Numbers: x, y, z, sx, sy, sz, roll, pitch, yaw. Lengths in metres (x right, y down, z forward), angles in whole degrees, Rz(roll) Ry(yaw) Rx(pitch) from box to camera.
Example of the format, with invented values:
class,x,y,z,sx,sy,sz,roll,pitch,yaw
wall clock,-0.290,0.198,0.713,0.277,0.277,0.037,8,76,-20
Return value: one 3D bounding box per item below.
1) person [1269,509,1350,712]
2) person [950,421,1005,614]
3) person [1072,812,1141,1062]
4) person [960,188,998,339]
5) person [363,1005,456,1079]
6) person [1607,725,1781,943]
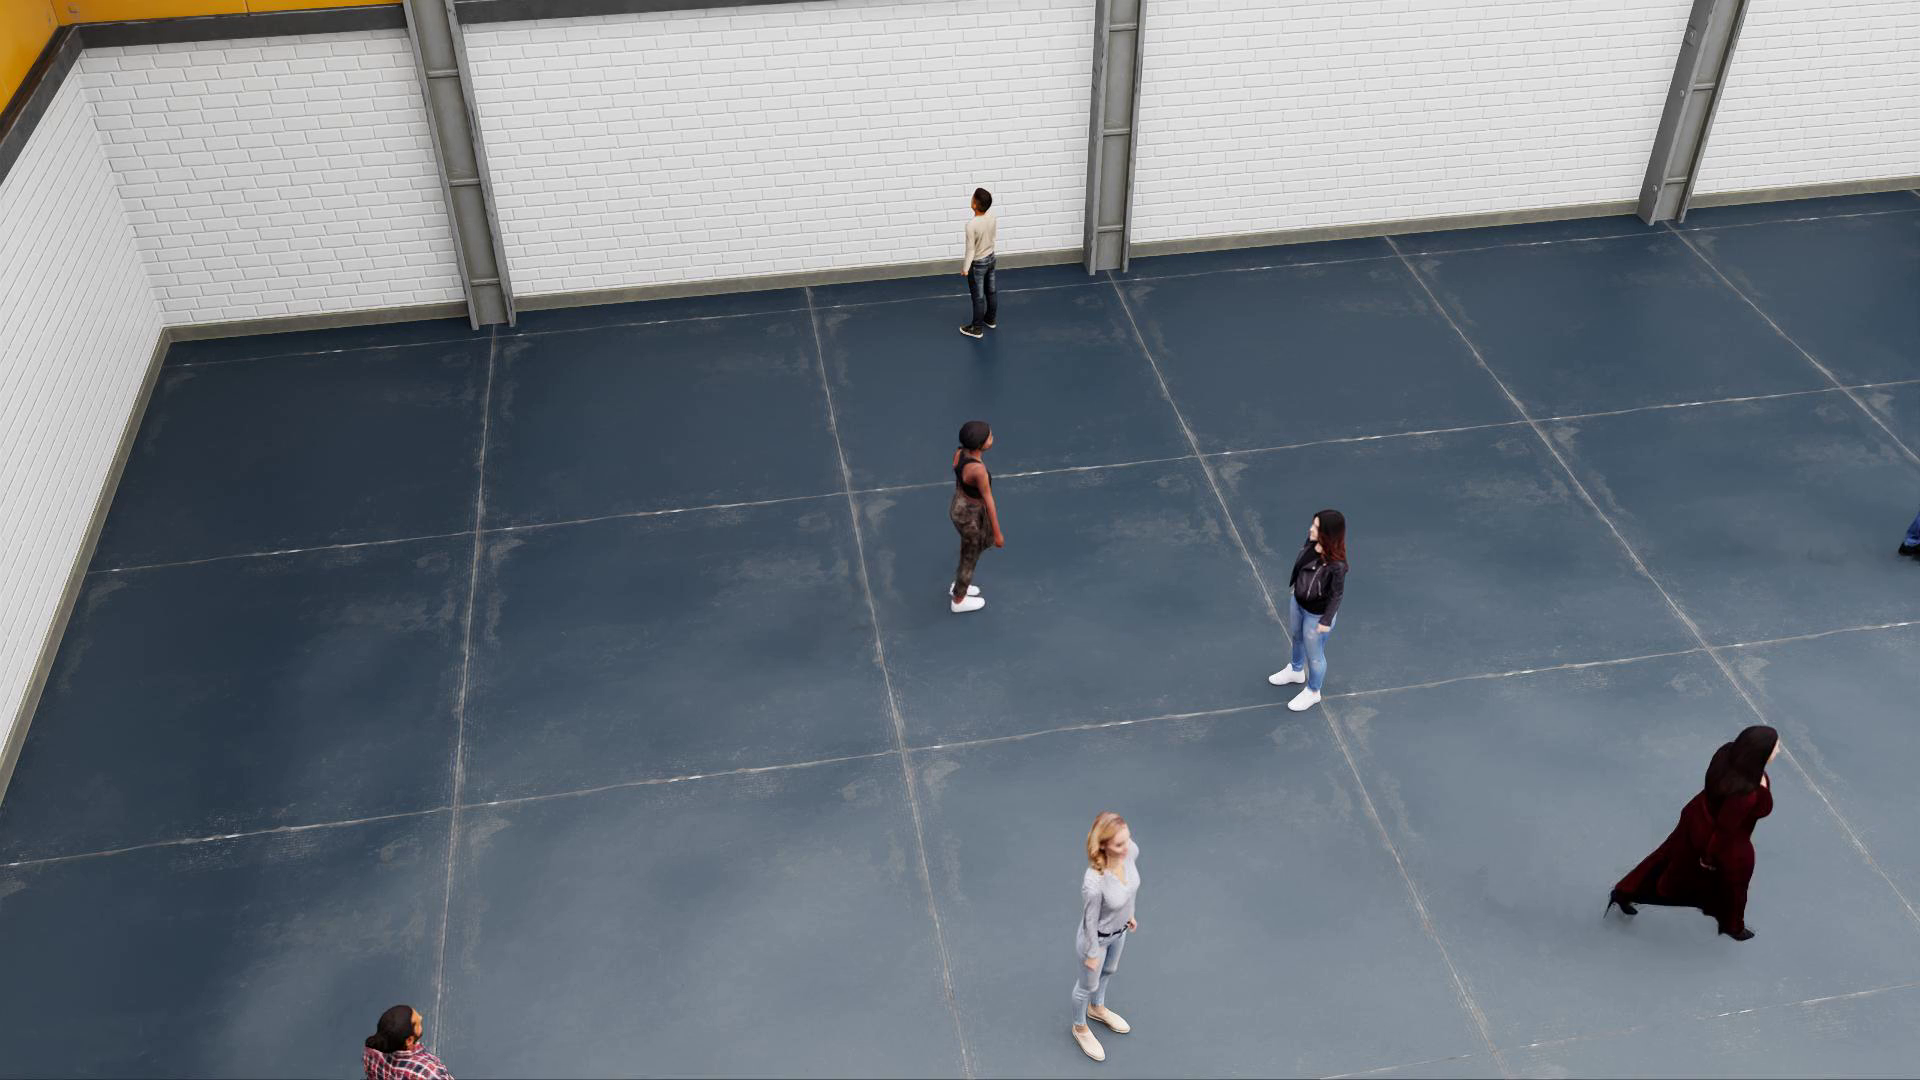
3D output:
class,x,y,z,sx,sy,sz,roll,pitch,yaw
person,2.419,0.450,11.379,0.595,1.635,0.660,-11,40,-14
person,-0.004,-0.127,12.063,0.623,1.684,0.611,-11,40,-14
person,0.789,2.149,9.124,0.730,1.795,0.654,28,46,30
person,0.197,-2.559,15.282,0.697,1.466,0.620,28,47,31
person,-2.668,2.944,8.173,1.064,1.739,1.127,25,45,28
person,4.309,1.716,9.732,1.164,1.712,0.863,5,39,6
